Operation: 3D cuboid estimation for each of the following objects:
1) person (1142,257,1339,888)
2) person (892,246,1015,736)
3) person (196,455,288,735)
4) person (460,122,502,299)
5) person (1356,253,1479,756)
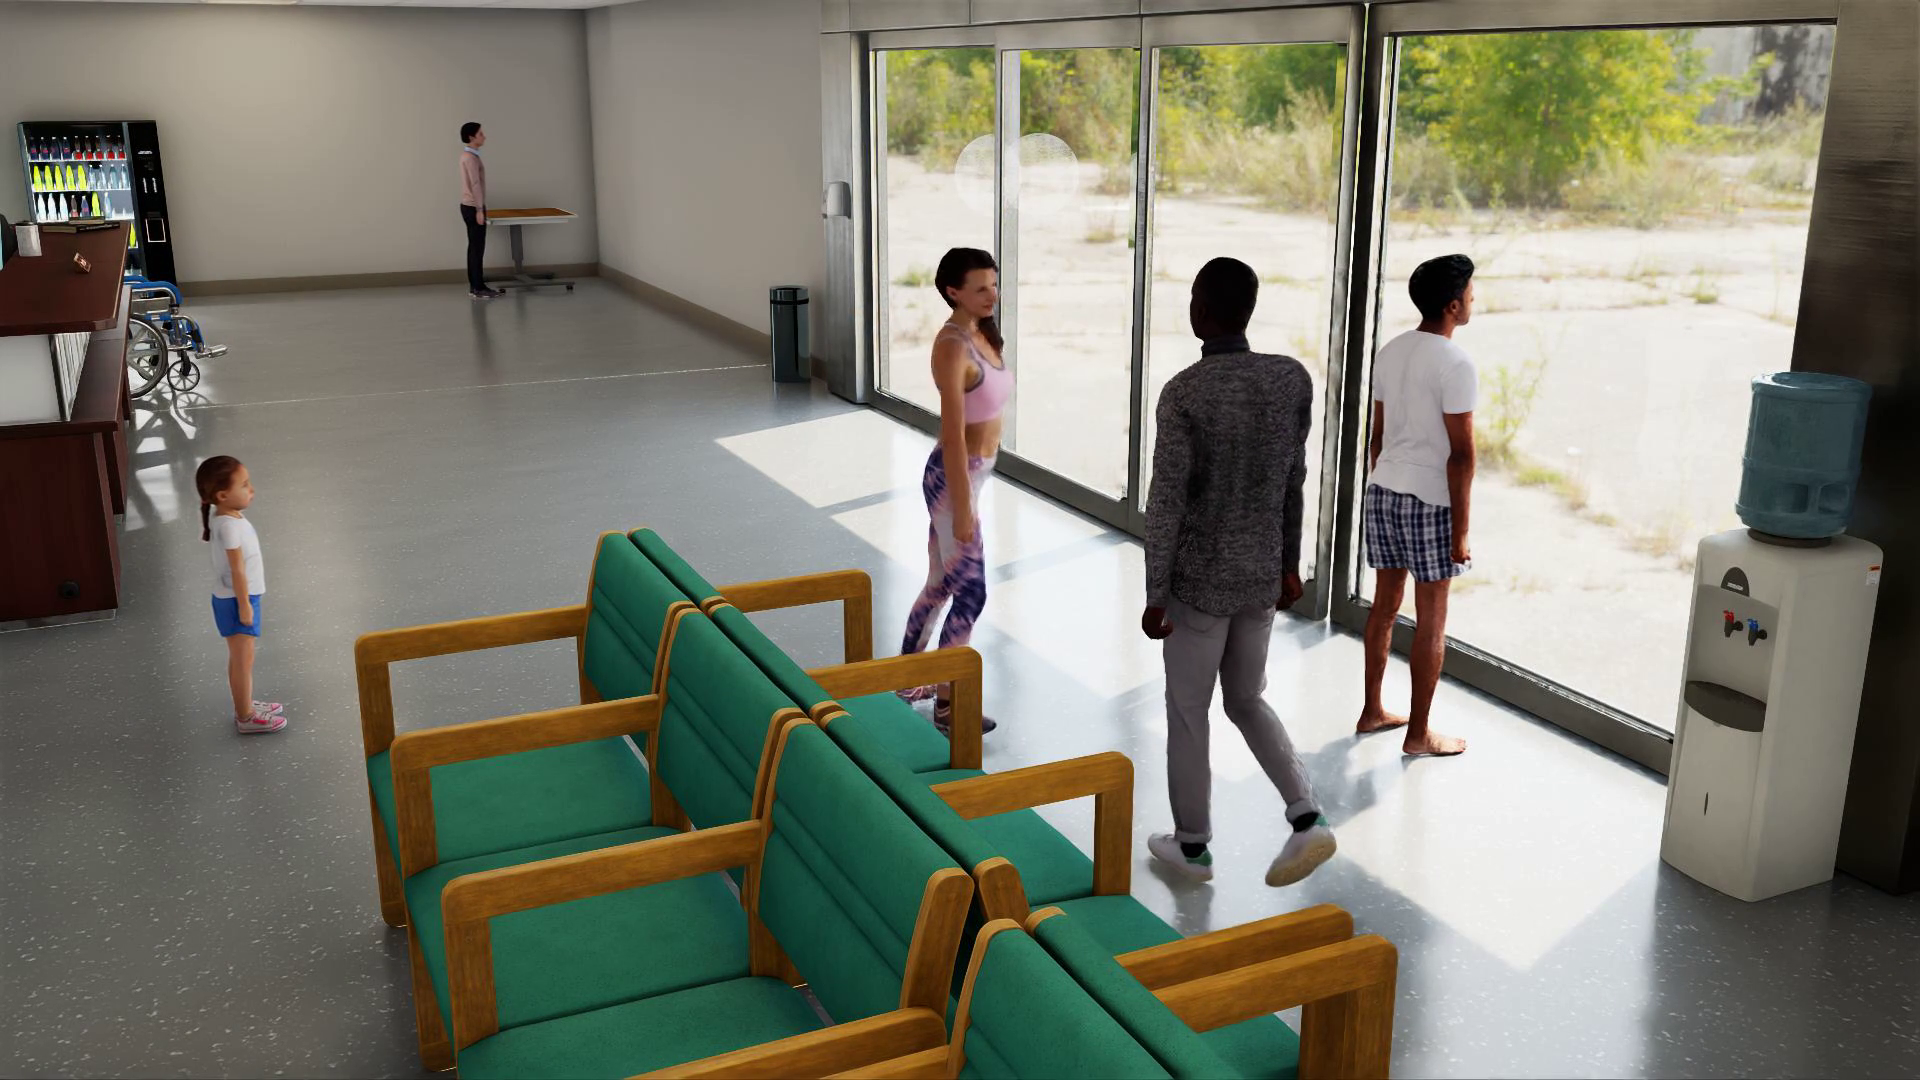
[{"bbox_3d":[0.790,0.152,4.640,0.897,1.817,0.836,-11,19,-34],"label":"person"},{"bbox_3d":[-0.026,-0.161,5.880,0.859,1.747,0.823,-2,16,-8],"label":"person"},{"bbox_3d":[-2.601,0.188,5.983,0.414,1.019,0.417,-7,17,-22],"label":"person"},{"bbox_3d":[-5.111,-3.482,17.549,0.540,1.808,0.614,-7,17,-22],"label":"person"},{"bbox_3d":[1.590,-0.123,5.771,0.519,1.733,0.618,-7,17,-22],"label":"person"}]
